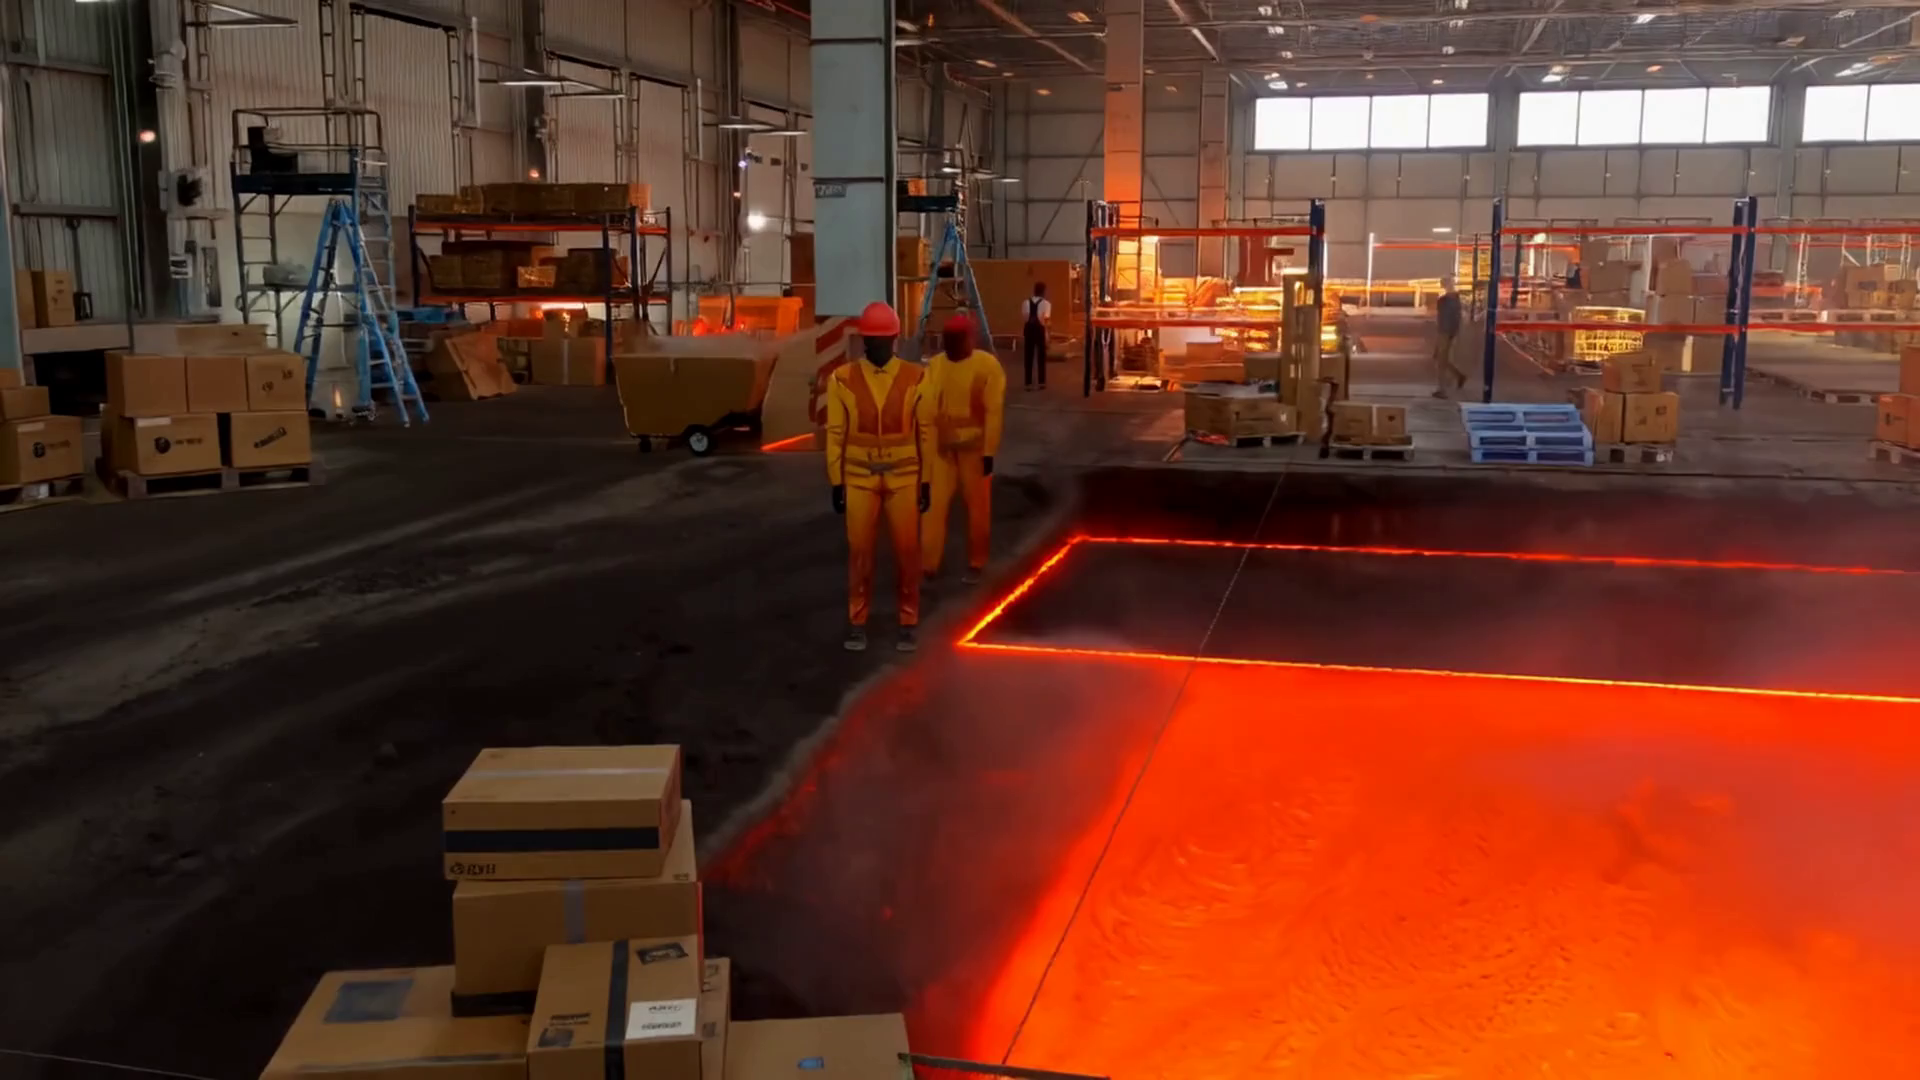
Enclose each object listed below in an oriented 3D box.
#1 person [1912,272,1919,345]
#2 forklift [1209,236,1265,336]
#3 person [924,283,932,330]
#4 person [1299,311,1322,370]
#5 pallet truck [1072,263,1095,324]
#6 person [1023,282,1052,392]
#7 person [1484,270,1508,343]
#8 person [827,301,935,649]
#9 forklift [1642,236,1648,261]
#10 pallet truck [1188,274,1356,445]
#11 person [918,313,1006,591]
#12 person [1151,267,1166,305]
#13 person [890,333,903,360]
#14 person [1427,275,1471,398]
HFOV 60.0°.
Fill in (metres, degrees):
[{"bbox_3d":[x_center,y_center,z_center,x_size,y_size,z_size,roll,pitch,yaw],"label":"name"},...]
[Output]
[{"bbox_3d":[18.172,-4.113,31.452,0.383,1.917,0.597,3,10,16],"label":"person"},{"bbox_3d":[7.727,-6.784,44.348,1.873,2.768,1.129,8,12,38],"label":"forklift"},{"bbox_3d":[-0.852,-7.341,50.436,0.543,1.929,0.387,-8,12,-38],"label":"person"},{"bbox_3d":[6.774,-4.122,32.040,0.485,1.738,0.320,-4,10,-20],"label":"person"},{"bbox_3d":[4.325,-8.180,55.162,0.823,1.965,1.885,6,11,31],"label":"pallet truck"},{"bbox_3d":[1.265,-3.317,27.155,0.538,1.772,0.998,3,10,17],"label":"person"},{"bbox_3d":[13.525,-5.893,42.034,0.561,1.889,0.986,3,10,17],"label":"person"},{"bbox_3d":[-0.438,-0.345,9.220,0.601,1.939,0.417,0,10,-1],"label":"person"},{"bbox_3d":[20.818,-7.701,49.749,1.129,2.768,1.873,-2,10,-11],"label":"forklift"},{"bbox_3d":[3.653,-2.138,19.590,1.885,1.965,0.823,-4,10,-20],"label":"pallet truck"},{"bbox_3d":[-0.036,-0.554,10.834,0.627,1.808,0.836,4,10,22],"label":"person"},{"bbox_3d":[6.747,-8.309,56.357,0.591,1.840,0.940,-3,10,-15],"label":"person"},{"bbox_3d":[-0.811,-1.739,18.166,0.405,1.682,0.540,-6,11,-33],"label":"person"},{"bbox_3d":[7.631,-3.156,25.835,0.726,1.914,0.648,-2,10,-12],"label":"person"}]
